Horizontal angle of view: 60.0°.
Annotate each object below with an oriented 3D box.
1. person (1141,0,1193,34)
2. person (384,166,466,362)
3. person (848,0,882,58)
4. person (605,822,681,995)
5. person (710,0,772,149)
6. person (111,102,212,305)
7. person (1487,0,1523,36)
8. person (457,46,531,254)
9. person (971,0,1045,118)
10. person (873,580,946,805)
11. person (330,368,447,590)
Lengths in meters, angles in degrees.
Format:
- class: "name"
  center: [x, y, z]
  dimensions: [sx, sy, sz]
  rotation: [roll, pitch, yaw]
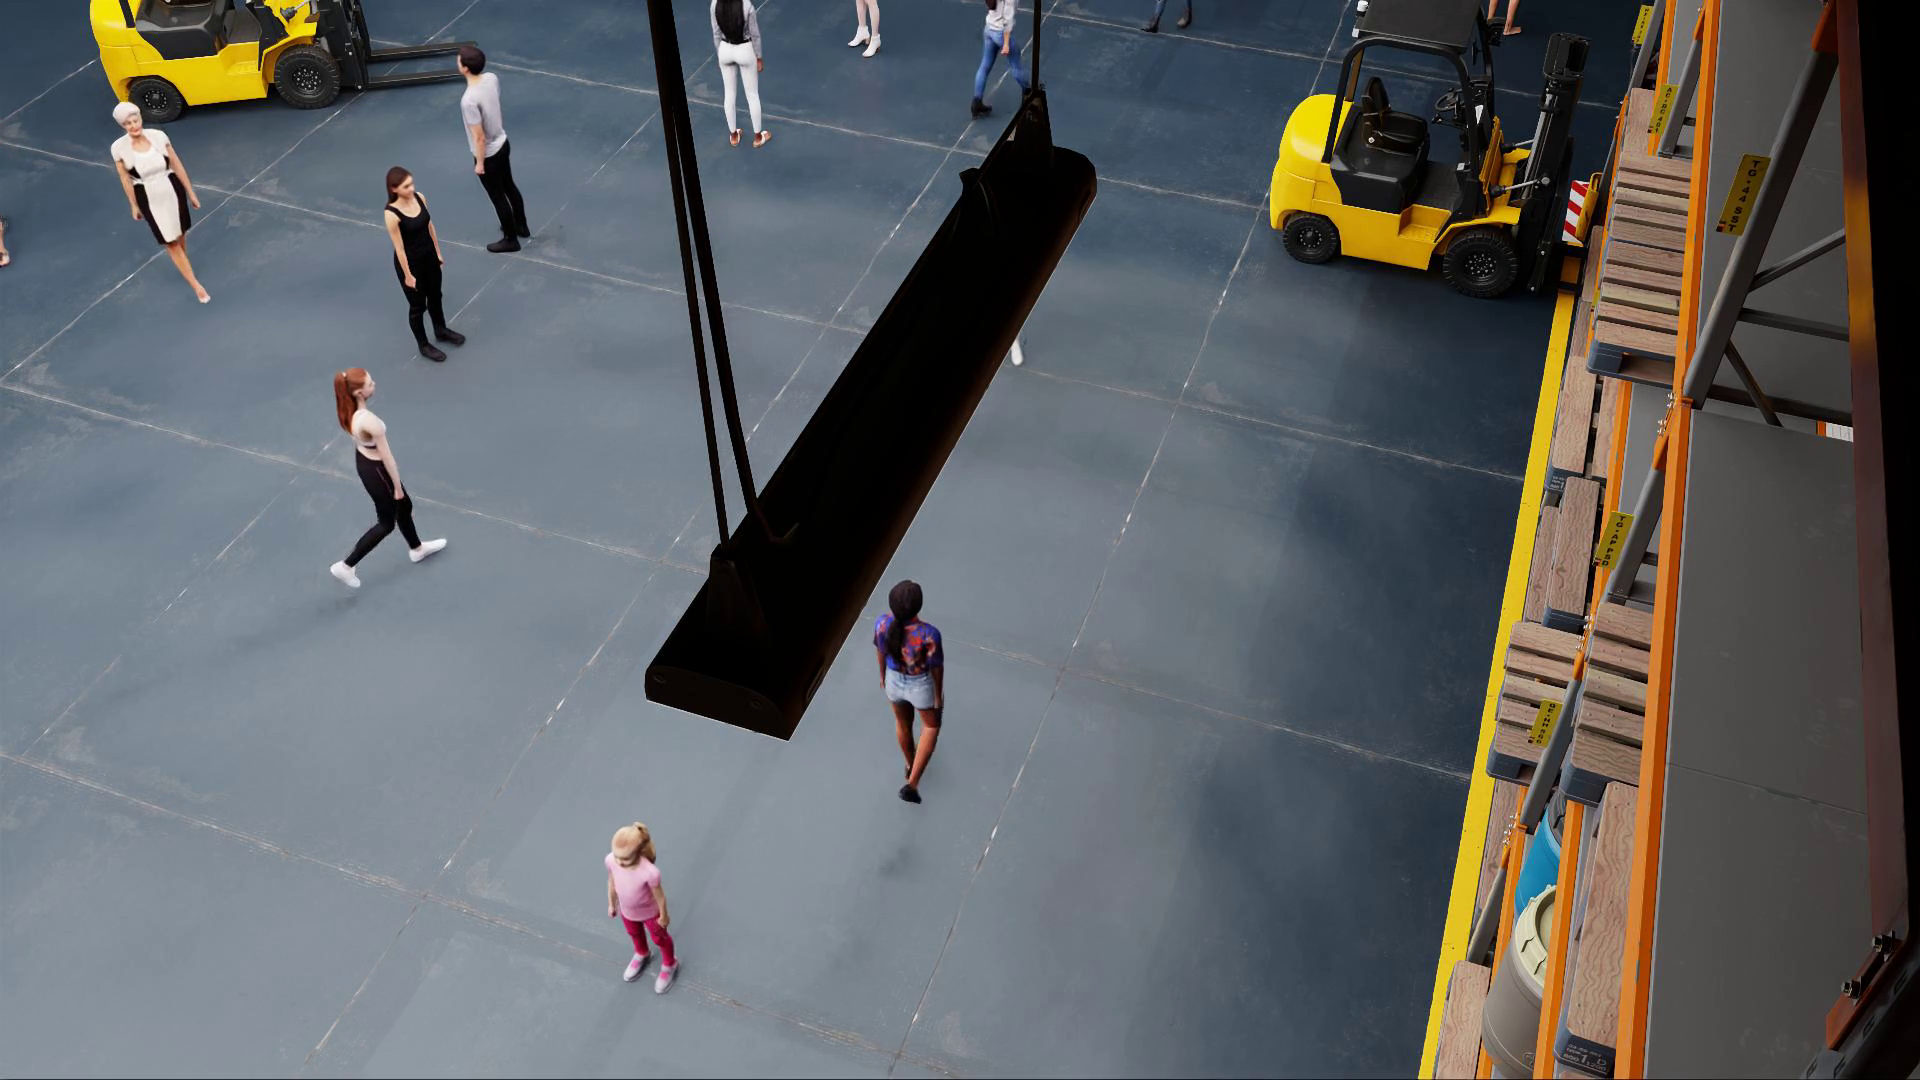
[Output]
- class: "person"
  center: [2.285, -5.905, 17.258]
  dimensions: [0.981, 1.282, 0.771]
  rotation: [-34, 53, -30]
- class: "person"
  center: [-4.260, -2.182, 13.056]
  dimensions: [0.639, 1.686, 0.481]
  rotation: [17, 46, 17]
- class: "person"
  center: [-0.984, -5.776, 16.728]
  dimensions: [0.705, 1.826, 0.680]
  rotation: [-25, 49, -24]
- class: "person"
  center: [-1.725, 1.965, 9.005]
  dimensions: [0.495, 1.272, 0.505]
  rotation: [16, 46, 16]
- class: "person"
  center: [-2.058, -4.471, 15.432]
  dimensions: [0.625, 1.724, 0.569]
  rotation: [8, 44, 8]
- class: "person"
  center: [-6.596, -2.827, 13.716]
  dimensions: [1.116, 1.709, 1.066]
  rotation: [-29, 51, -27]
- class: "person"
  center: [5.739, -6.039, 17.150]
  dimensions: [0.717, 1.624, 0.675]
  rotation: [-22, 48, -22]
- class: "person"
  center: [-3.968, -3.309, 14.112]
  dimensions: [0.746, 1.863, 0.525]
  rotation: [9, 44, 10]
- class: "person"
  center: [0.309, -4.783, 15.860]
  dimensions: [1.129, 1.585, 0.996]
  rotation: [-25, 49, -24]
- class: "person"
  center: [-0.315, 0.925, 9.761]
  dimensions: [0.600, 1.732, 0.830]
  rotation: [12, 45, 12]
- class: "person"
  center: [-3.986, -0.388, 11.149]
  dimensions: [1.139, 1.720, 0.915]
  rotation: [-32, 52, -29]
